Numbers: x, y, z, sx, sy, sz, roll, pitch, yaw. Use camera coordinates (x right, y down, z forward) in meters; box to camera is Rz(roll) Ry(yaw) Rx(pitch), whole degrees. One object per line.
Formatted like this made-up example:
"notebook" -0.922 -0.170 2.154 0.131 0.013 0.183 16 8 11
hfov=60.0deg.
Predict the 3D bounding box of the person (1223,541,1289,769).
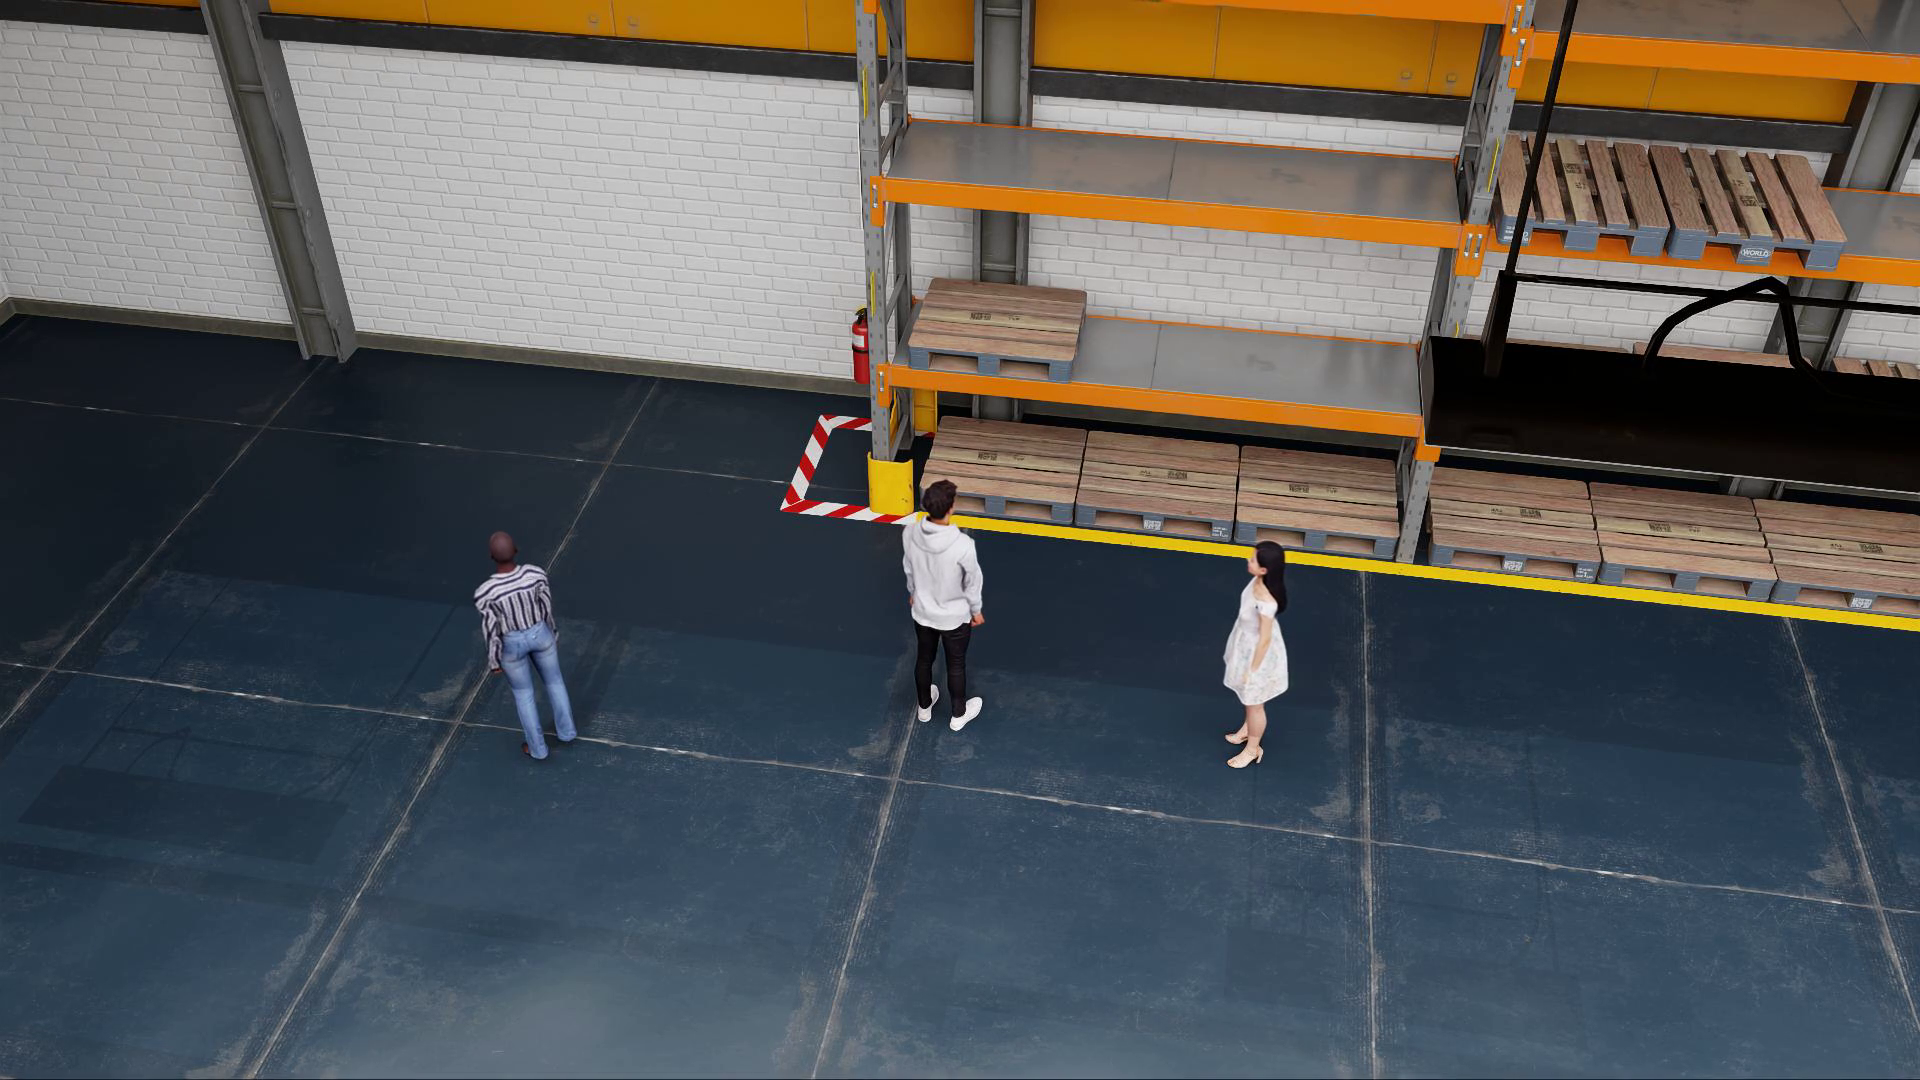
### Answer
"person" 1.835 0.716 10.362 0.616 1.774 0.633 6 39 7

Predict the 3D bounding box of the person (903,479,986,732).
"person" -0.118 0.427 10.597 0.613 1.931 0.785 14 41 17

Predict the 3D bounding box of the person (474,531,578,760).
"person" -2.712 0.671 10.401 0.695 1.795 0.753 -24 44 -27
